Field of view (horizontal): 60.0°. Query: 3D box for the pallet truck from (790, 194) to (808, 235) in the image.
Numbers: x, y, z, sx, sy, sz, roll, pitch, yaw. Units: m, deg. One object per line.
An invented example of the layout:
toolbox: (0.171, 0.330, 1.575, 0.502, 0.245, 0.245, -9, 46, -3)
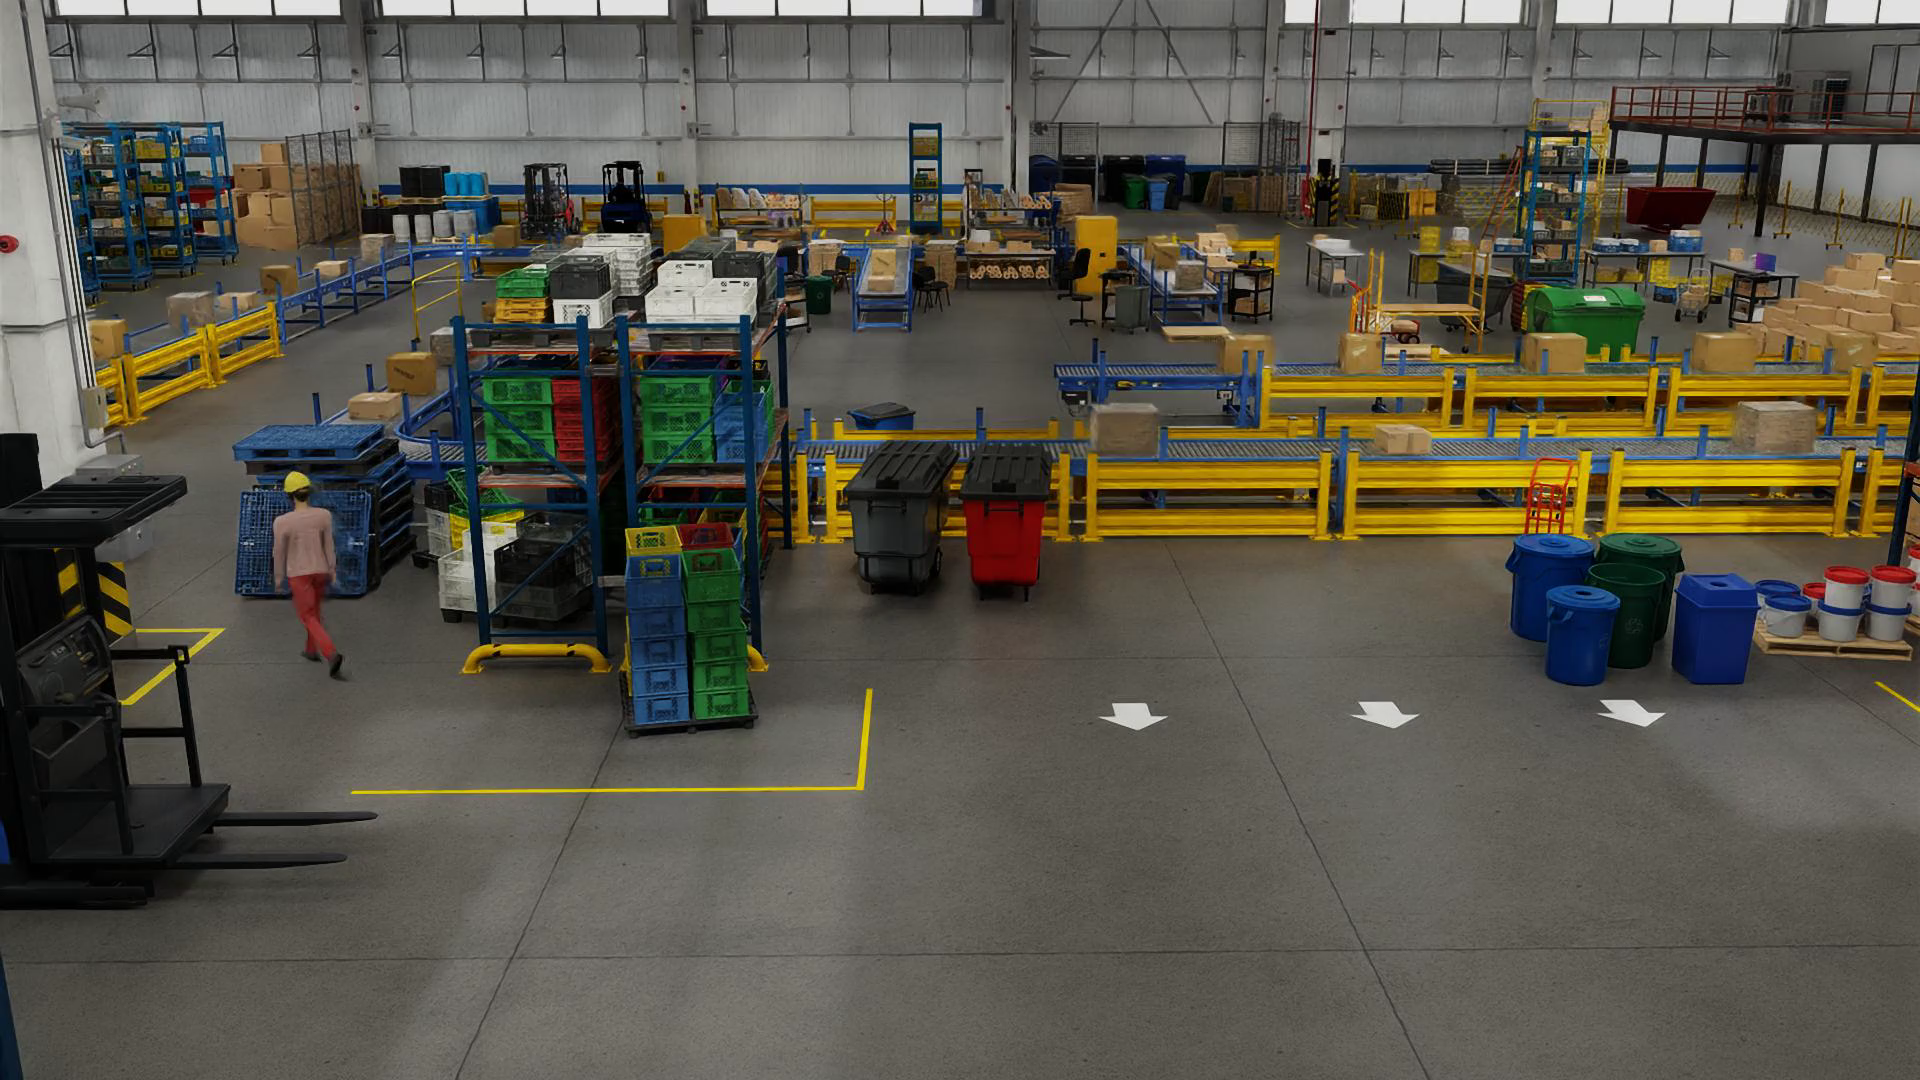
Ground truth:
pallet truck: (-4.814, -9.883, 50.259, 0.704, 1.261, 1.522, -1, 16, -3)

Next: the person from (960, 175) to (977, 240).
person: (0.247, -9.618, 48.242, 0.409, 1.909, 0.640, -11, 19, -34)

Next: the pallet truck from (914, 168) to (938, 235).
pallet truck: (-0.989, -10.316, 50.507, 0.823, 1.965, 1.885, 1, 16, 3)

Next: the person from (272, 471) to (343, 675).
person: (-5.525, 0.282, 14.145, 0.797, 1.742, 0.530, 12, 20, 37)

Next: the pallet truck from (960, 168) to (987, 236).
pallet truck: (0.383, -10.230, 50.206, 0.823, 1.965, 1.885, -1, 16, -3)

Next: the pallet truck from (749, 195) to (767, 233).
pallet truck: (-6.051, -9.967, 50.660, 0.680, 1.201, 1.601, 0, 16, -1)

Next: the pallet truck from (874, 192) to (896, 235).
pallet truck: (-2.277, -9.986, 50.594, 0.653, 1.274, 1.630, 0, 16, -1)

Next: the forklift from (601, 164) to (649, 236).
forklift: (-9.948, -10.127, 49.296, 1.157, 1.987, 2.680, -1, 16, -3)

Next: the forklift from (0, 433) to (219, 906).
forklift: (-5.952, 0.780, 10.366, 1.873, 2.768, 1.129, 0, 16, -1)

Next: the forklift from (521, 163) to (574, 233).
forklift: (-12.233, -10.122, 49.298, 1.157, 1.987, 2.680, 0, 16, -1)

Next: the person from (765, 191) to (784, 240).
person: (-4.579, -7.646, 41.257, 0.604, 1.998, 1.038, 11, 19, 34)
